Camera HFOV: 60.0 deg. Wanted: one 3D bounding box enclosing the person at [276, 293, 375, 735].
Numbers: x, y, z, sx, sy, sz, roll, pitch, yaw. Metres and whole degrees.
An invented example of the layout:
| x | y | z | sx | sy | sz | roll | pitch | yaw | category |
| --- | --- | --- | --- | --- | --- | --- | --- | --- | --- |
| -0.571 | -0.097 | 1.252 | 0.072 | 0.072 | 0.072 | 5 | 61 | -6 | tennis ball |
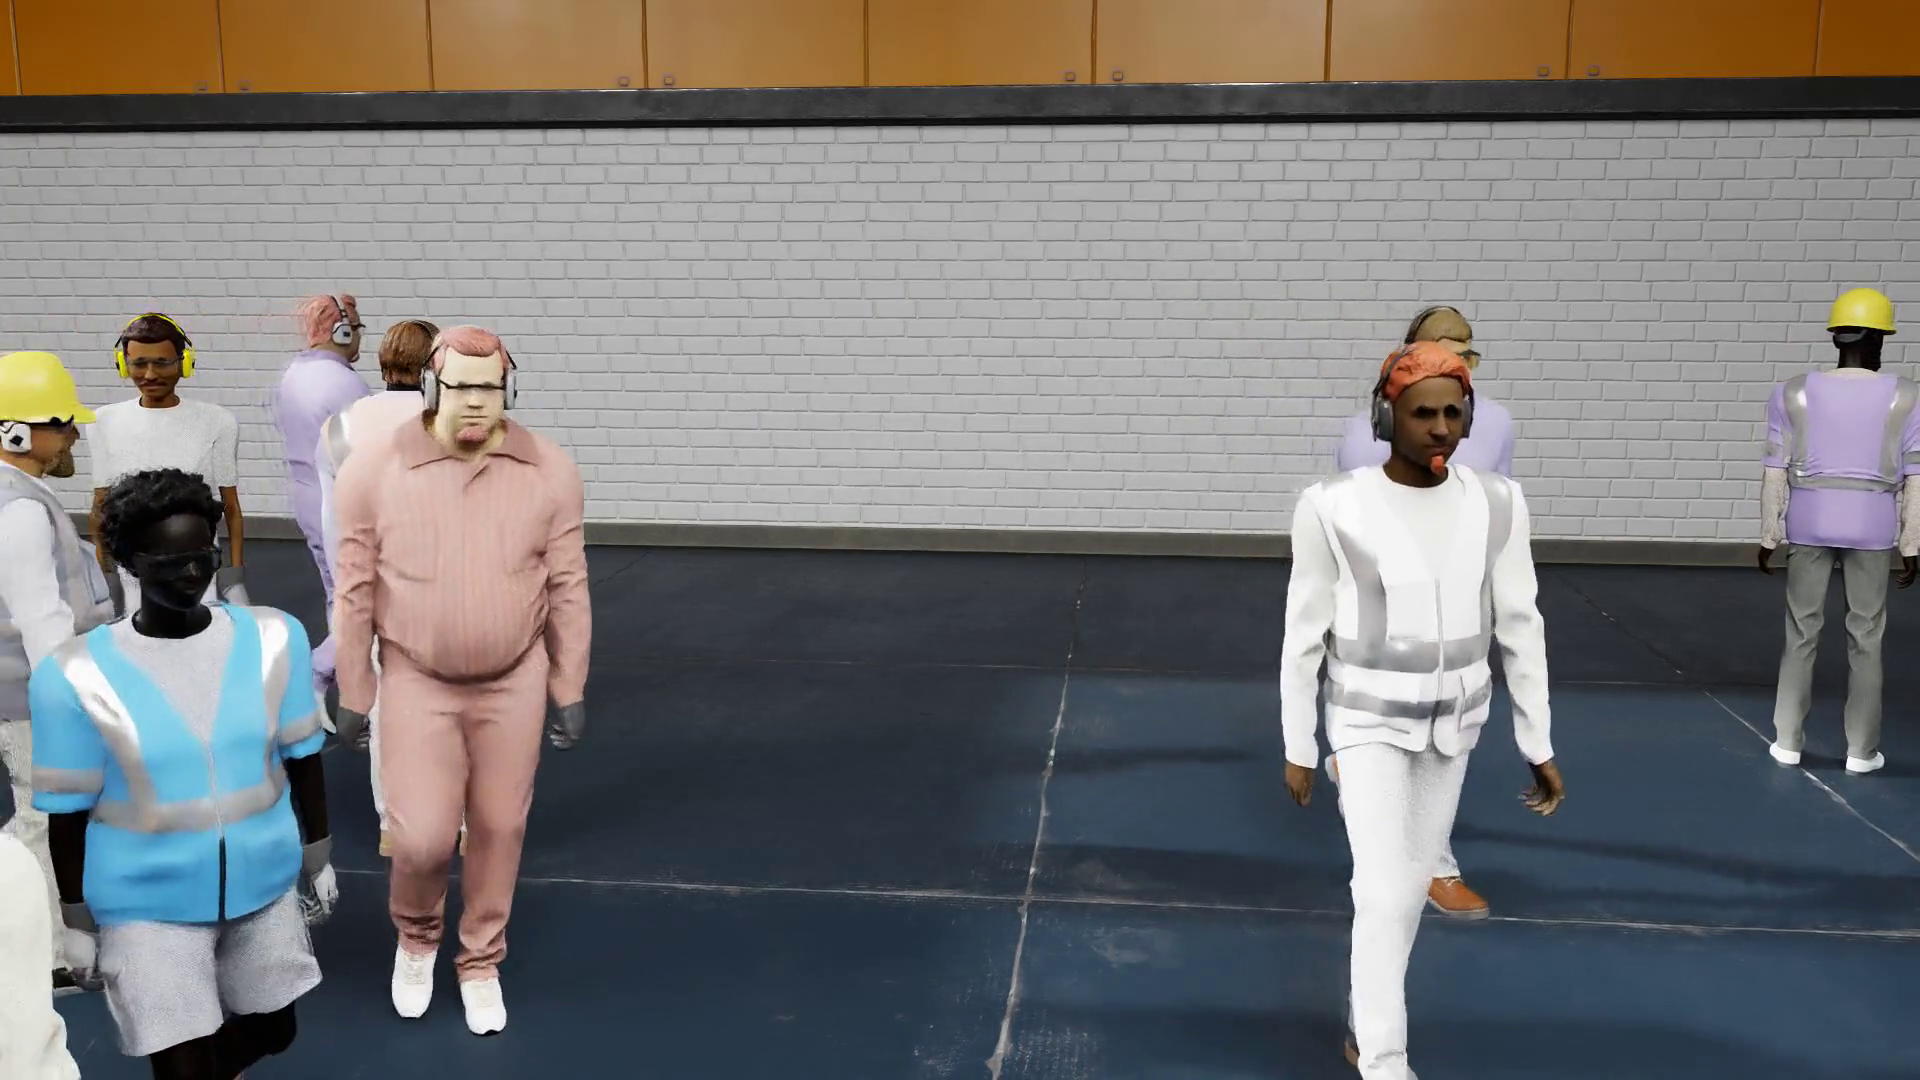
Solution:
| x | y | z | sx | sy | sz | roll | pitch | yaw | category |
| --- | --- | --- | --- | --- | --- | --- | --- | --- | --- |
| -2.637 | -0.094 | 7.051 | 0.547 | 1.891 | 0.669 | -9 | 13 | -42 | person |

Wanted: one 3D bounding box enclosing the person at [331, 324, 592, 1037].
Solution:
| x | y | z | sx | sy | sz | roll | pitch | yaw | category |
| --- | --- | --- | --- | --- | --- | --- | --- | --- | --- |
| -1.279 | 0.383 | 4.357 | 0.660 | 1.883 | 0.425 | -5 | 11 | -26 | person |

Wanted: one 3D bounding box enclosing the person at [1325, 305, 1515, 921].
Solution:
| x | y | z | sx | sy | sz | roll | pitch | yaw | category |
| --- | --- | --- | --- | --- | --- | --- | --- | --- | --- |
| 1.459 | 0.188 | 5.436 | 0.658 | 1.910 | 0.899 | -5 | 11 | -25 | person |

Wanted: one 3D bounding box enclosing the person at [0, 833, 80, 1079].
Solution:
| x | y | z | sx | sy | sz | roll | pitch | yaw | category |
| --- | --- | --- | --- | --- | --- | --- | --- | --- | --- |
| -1.298 | 0.860 | 1.987 | 0.546 | 1.751 | 0.450 | -2 | 10 | -11 | person |

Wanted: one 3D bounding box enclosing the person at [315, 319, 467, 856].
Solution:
| x | y | z | sx | sy | sz | roll | pitch | yaw | category |
| --- | --- | --- | --- | --- | --- | --- | --- | --- | --- |
| -1.832 | 0.172 | 5.697 | 0.634 | 1.841 | 0.429 | 1 | 10 | 3 | person |

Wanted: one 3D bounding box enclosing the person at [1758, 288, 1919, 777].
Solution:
| x | y | z | sx | sy | sz | roll | pitch | yaw | category |
| --- | --- | --- | --- | --- | --- | --- | --- | --- | --- |
| 3.493 | -0.028 | 6.607 | 0.591 | 1.923 | 0.382 | 6 | 11 | 30 | person |

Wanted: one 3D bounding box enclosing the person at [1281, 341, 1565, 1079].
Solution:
| x | y | z | sx | sy | sz | roll | pitch | yaw | category |
| --- | --- | --- | --- | --- | --- | --- | --- | --- | --- |
| 1.093 | 0.487 | 3.828 | 0.596 | 1.857 | 0.793 | -3 | 10 | -14 | person |

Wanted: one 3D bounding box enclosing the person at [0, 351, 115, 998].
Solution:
| x | y | z | sx | sy | sz | roll | pitch | yaw | category |
| --- | --- | --- | --- | --- | --- | --- | --- | --- | --- |
| -2.551 | 0.394 | 4.536 | 0.492 | 1.811 | 0.595 | -6 | 12 | -31 | person |

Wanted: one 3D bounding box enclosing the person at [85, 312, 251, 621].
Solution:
| x | y | z | sx | sy | sz | roll | pitch | yaw | category |
| --- | --- | --- | --- | --- | --- | --- | --- | --- | --- |
| -2.723 | 0.155 | 5.734 | 0.507 | 1.865 | 0.329 | -3 | 10 | -18 | person |

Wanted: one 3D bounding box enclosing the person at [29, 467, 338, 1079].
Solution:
| x | y | z | sx | sy | sz | roll | pitch | yaw | category |
| --- | --- | --- | --- | --- | --- | --- | --- | --- | --- |
| -1.544 | 0.672 | 3.315 | 0.544 | 1.678 | 0.713 | -9 | 14 | -43 | person |
